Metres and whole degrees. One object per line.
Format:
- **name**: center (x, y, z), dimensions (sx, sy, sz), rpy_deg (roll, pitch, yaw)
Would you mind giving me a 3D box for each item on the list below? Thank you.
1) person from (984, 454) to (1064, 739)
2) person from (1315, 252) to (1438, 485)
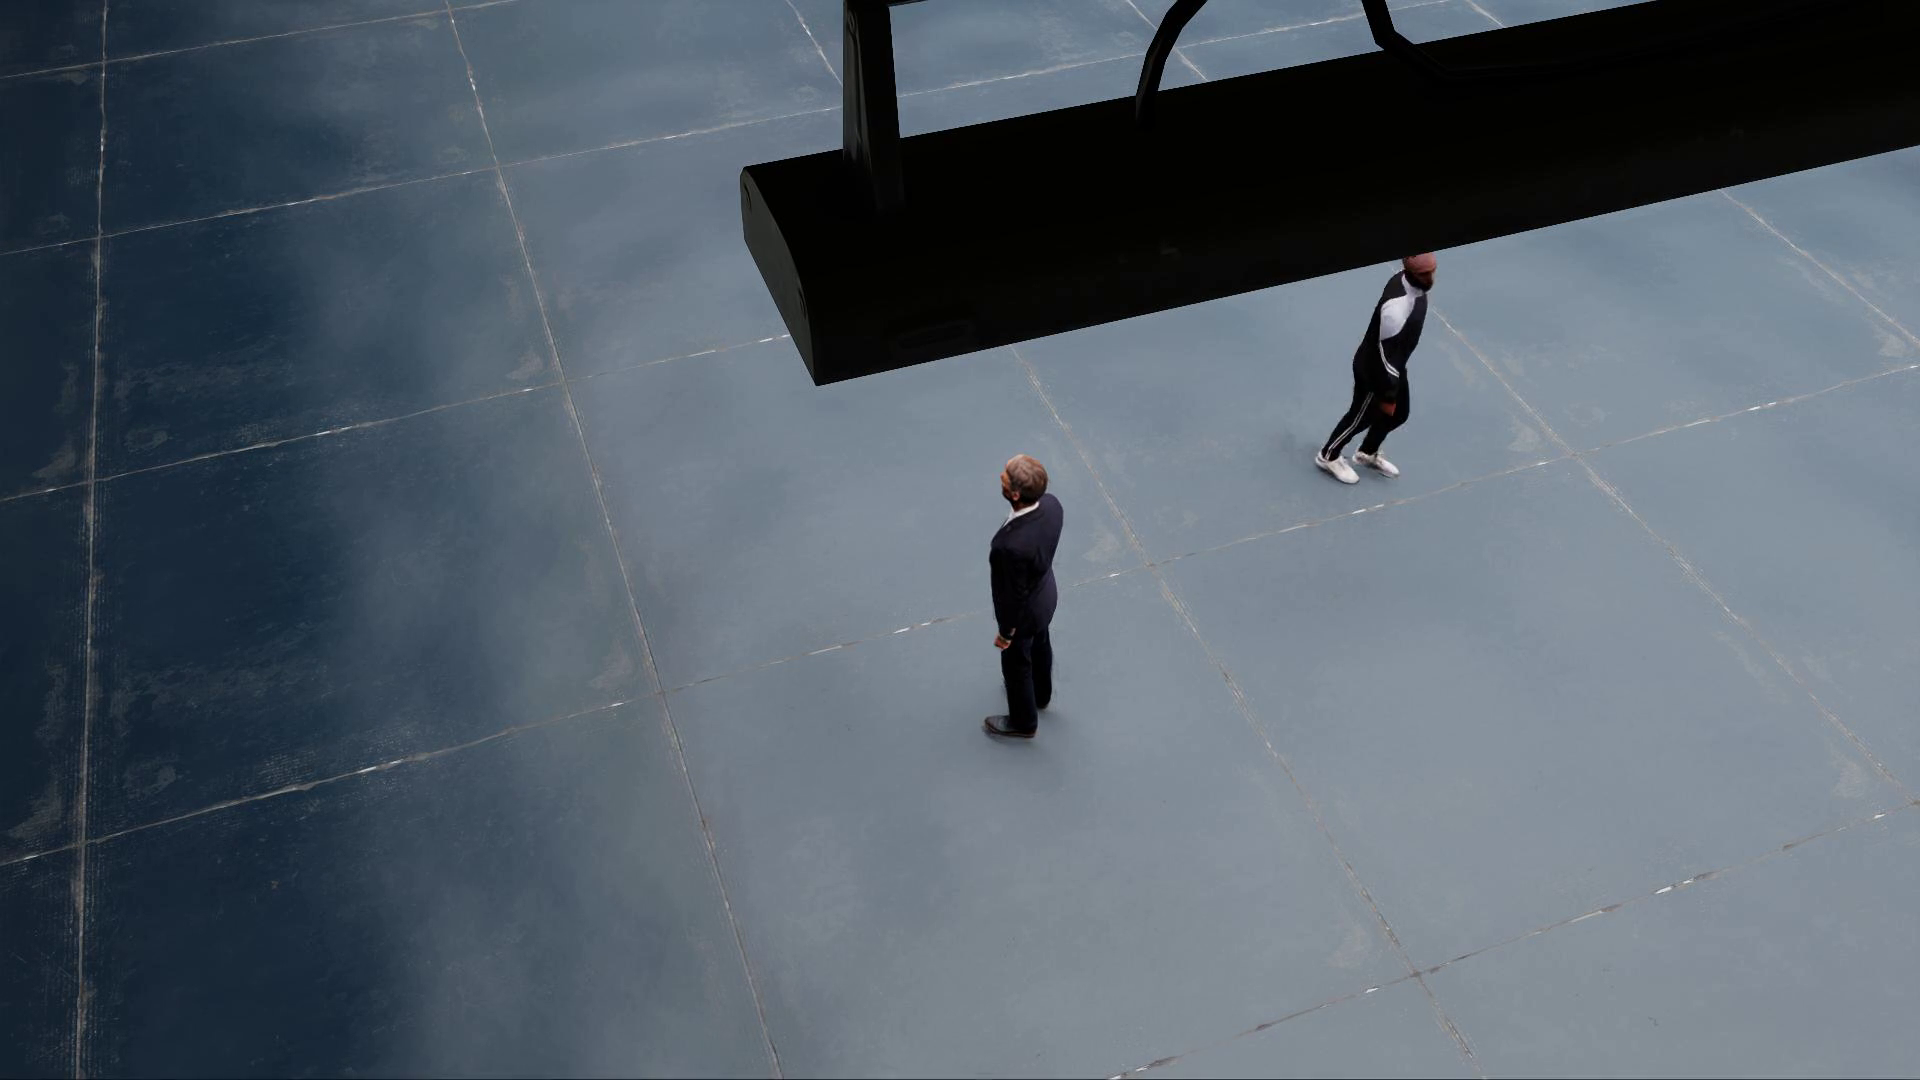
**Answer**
- **person**: center (0.328, 0.298, 8.504), dimensions (0.832, 1.814, 0.775), rpy_deg (18, 46, 18)
- **person**: center (2.465, -1.083, 9.989), dimensions (0.921, 1.805, 0.863), rpy_deg (17, 46, 17)
